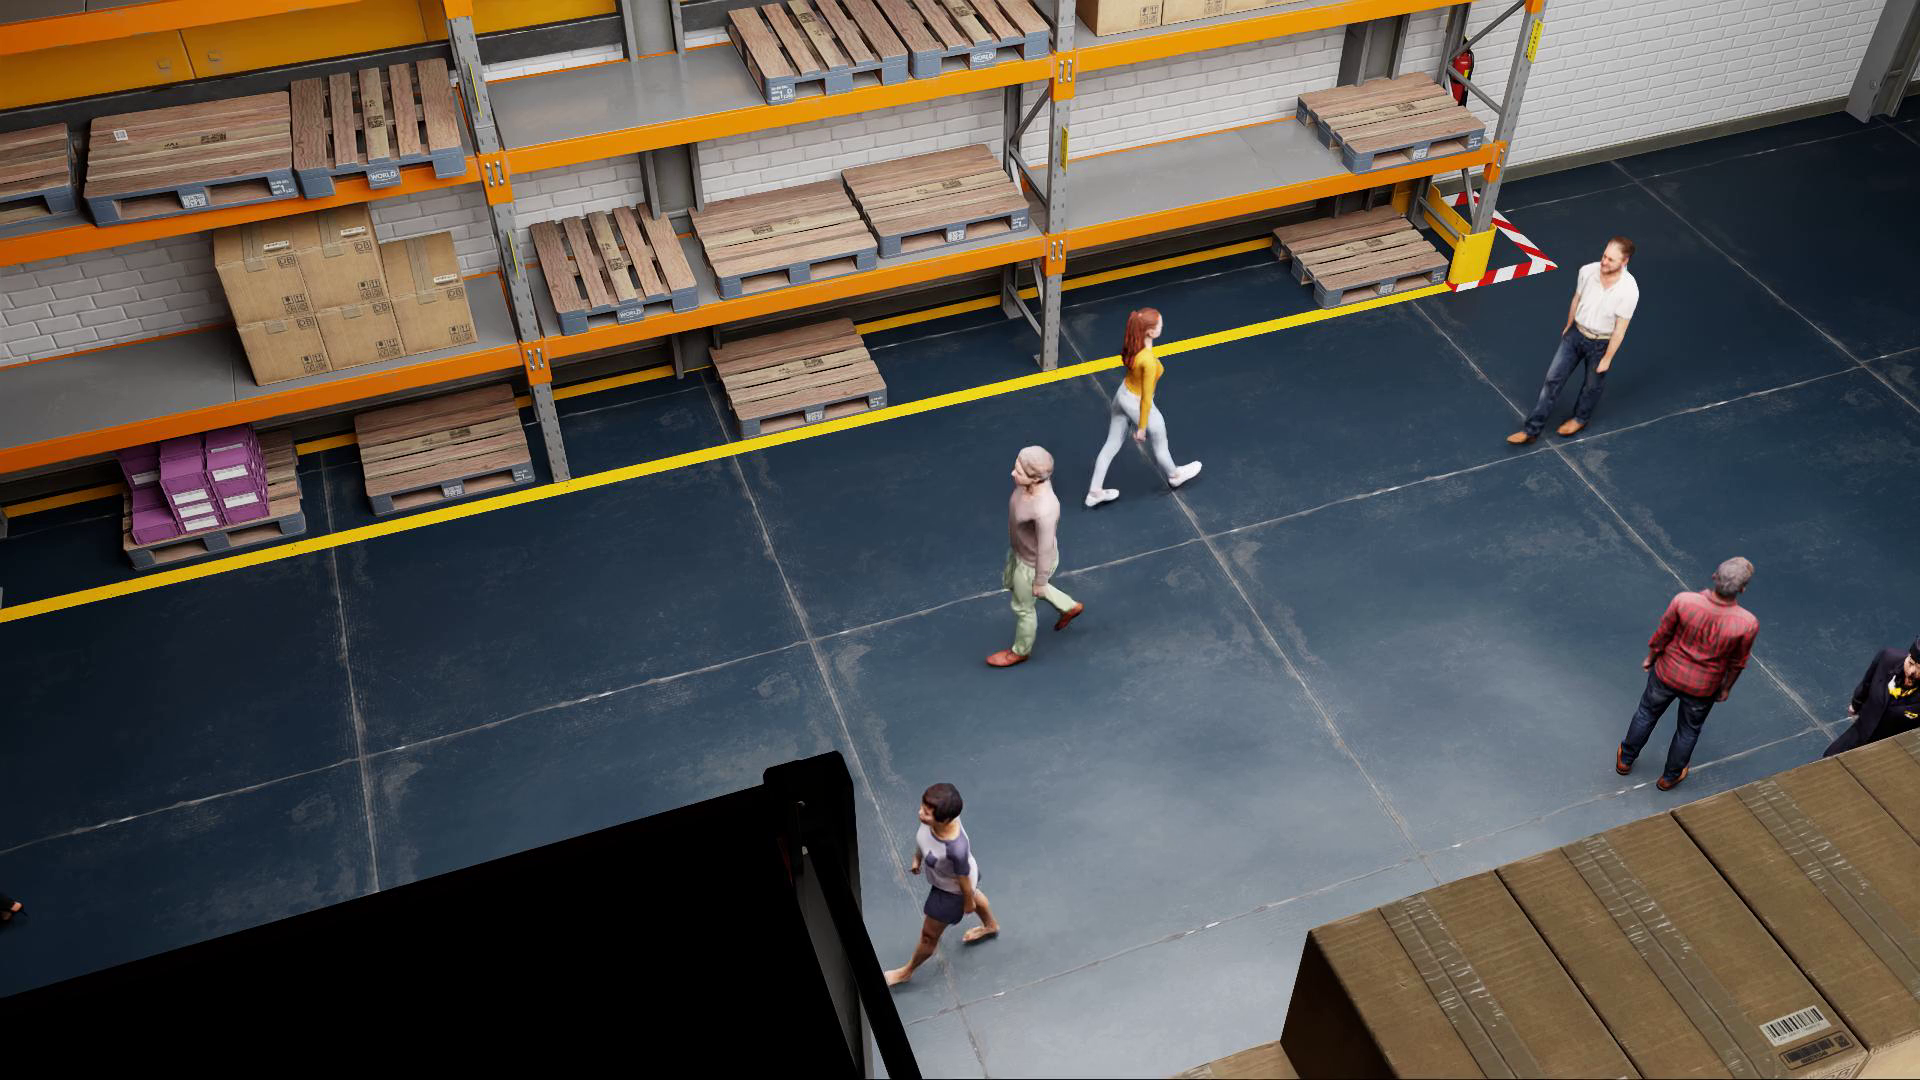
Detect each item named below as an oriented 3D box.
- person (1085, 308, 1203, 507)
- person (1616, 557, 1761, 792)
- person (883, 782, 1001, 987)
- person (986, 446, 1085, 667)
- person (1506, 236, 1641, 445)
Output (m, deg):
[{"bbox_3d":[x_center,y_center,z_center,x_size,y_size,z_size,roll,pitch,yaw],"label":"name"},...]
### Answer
[{"bbox_3d":[1.167,-0.894,11.862,1.151,1.697,0.649,-18,46,-18],"label":"person"},{"bbox_3d":[4.378,0.796,9.991,0.760,1.830,0.781,23,48,22],"label":"person"},{"bbox_3d":[0.014,1.834,9.131,0.991,1.515,0.566,-14,45,-14],"label":"person"},{"bbox_3d":[0.545,0.092,10.709,0.967,1.859,0.759,-9,44,-9],"label":"person"},{"bbox_3d":[4.795,-1.515,12.420,1.124,1.826,0.862,-25,49,-24],"label":"person"}]
